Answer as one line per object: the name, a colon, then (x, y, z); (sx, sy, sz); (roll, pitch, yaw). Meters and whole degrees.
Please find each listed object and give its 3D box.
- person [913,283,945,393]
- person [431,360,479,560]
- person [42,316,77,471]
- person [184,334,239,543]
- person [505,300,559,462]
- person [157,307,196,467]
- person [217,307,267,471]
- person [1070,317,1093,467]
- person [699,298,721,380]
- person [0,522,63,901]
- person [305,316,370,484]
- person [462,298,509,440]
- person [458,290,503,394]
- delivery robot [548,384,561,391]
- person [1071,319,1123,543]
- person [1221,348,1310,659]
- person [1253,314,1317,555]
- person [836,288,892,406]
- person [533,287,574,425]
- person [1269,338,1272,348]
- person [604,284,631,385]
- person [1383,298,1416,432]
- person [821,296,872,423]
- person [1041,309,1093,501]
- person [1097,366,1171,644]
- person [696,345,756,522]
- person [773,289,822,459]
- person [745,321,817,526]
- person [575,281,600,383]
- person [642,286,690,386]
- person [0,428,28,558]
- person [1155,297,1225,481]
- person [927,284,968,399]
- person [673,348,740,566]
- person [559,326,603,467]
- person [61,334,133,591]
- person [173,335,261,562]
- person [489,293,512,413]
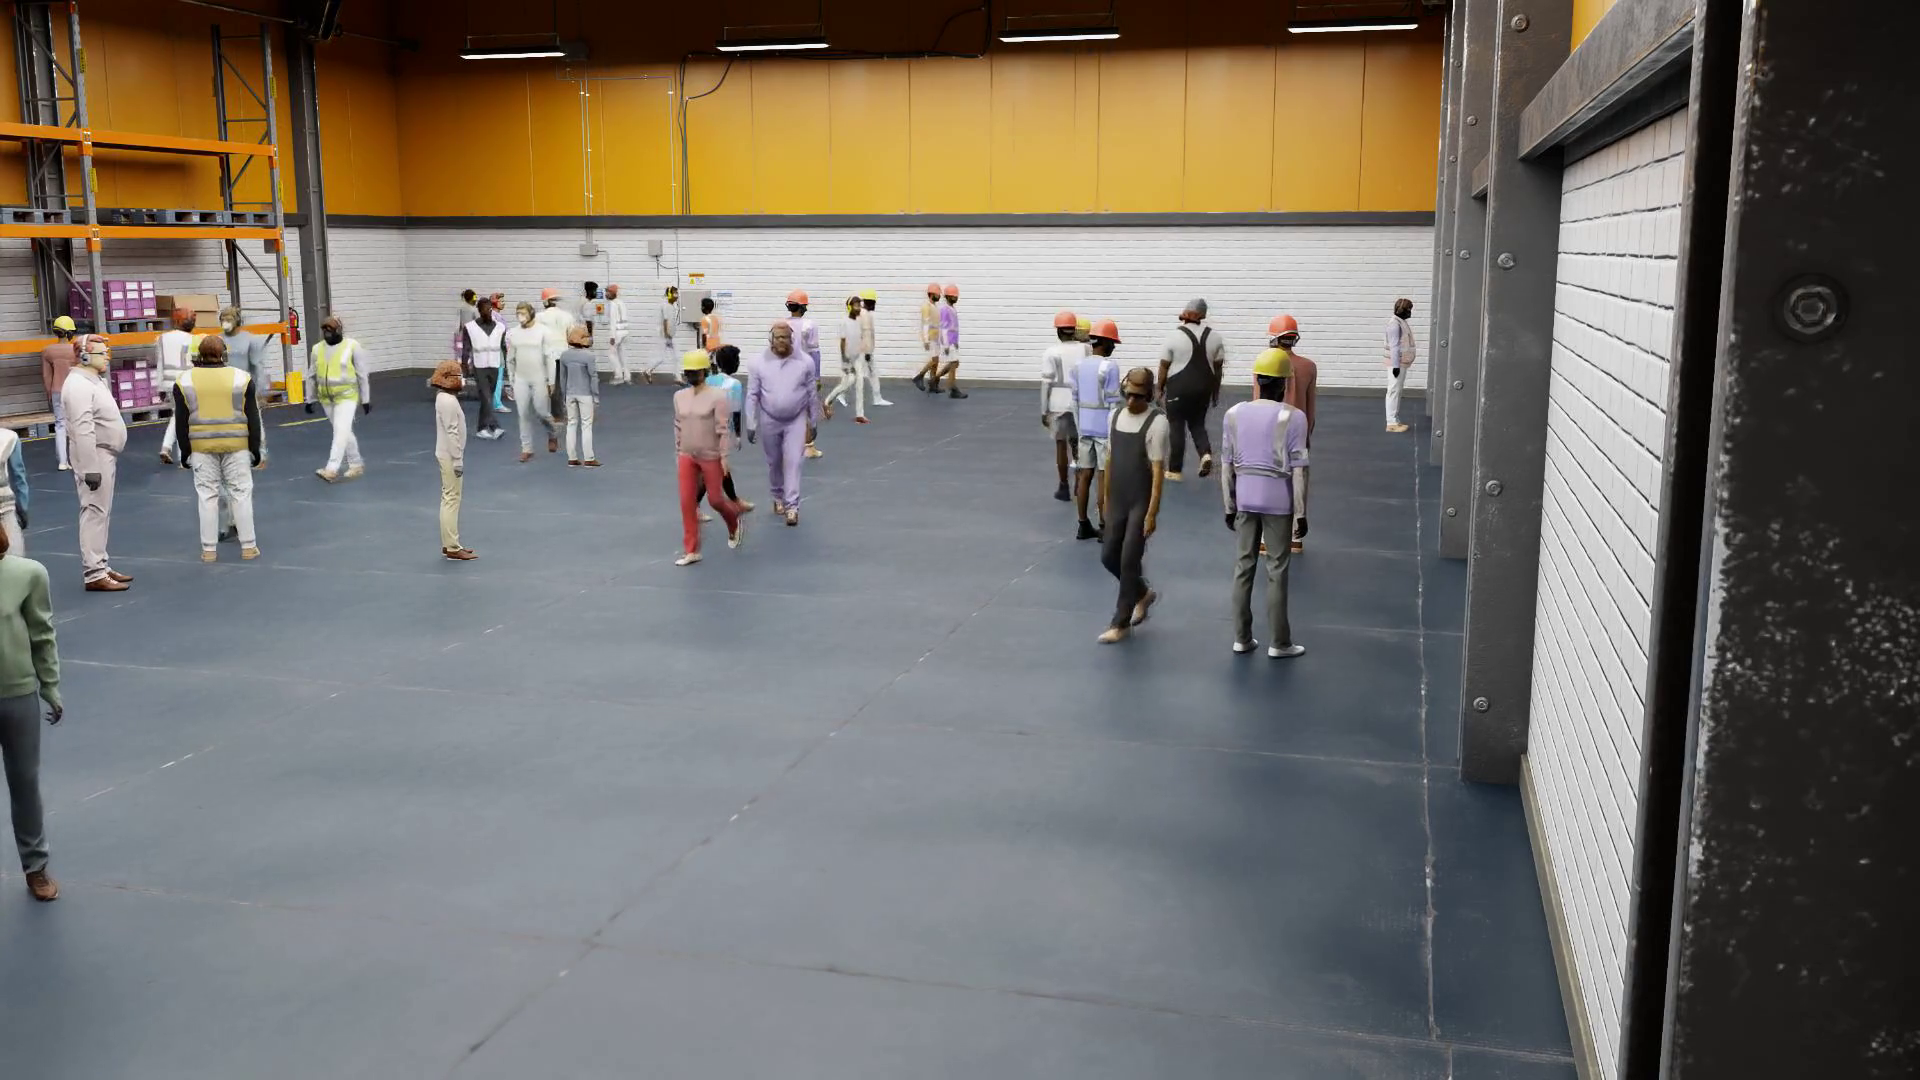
person: (-0.505, -3.508, 28.953); (0.466, 1.918, 0.563); (4, 11, 20)
person: (-4.140, -0.653, 13.601); (0.280, 1.633, 0.500); (-4, 11, -23)
person: (-10.132, -1.661, 18.932); (0.533, 1.768, 0.310); (0, 10, 0)
person: (-6.362, -0.849, 14.207); (0.427, 1.814, 0.600); (-6, 12, -29)
person: (-5.106, -1.909, 19.908); (0.635, 1.918, 0.671); (2, 10, 9)
person: (-8.997, -1.754, 19.214); (0.604, 1.862, 0.409); (3, 10, 16)
person: (-8.083, -1.666, 18.644); (0.649, 1.891, 1.008); (0, 10, 0)
person: (1.413, -1.711, 19.282); (0.314, 1.742, 0.493); (1, 10, 7)
person: (-4.249, -3.234, 28.050); (0.396, 1.682, 0.557); (4, 11, 20)
person: (-3.738, 0.619, 6.396); (0.507, 1.631, 0.266); (-6, 12, -32)
person: (-6.811, -1.525, 18.088); (0.655, 1.786, 0.971); (3, 10, 15)
person: (-6.205, -2.252, 21.977); (0.621, 1.864, 0.982); (-9, 13, -42)
person: (-8.498, -3.454, 29.000); (1.021, 1.802, 0.541); (-8, 13, -39)
delivery robot: (-6.843, -2.726, 28.124); (0.707, 0.478, 0.477); (0, 10, 3)
person: (1.218, -0.942, 14.402); (0.374, 1.928, 0.542); (-8, 13, -40)
person: (1.905, -0.226, 10.346); (0.585, 1.928, 0.378); (8, 13, 40)
person: (2.661, -0.864, 13.772); (0.608, 1.995, 0.377); (-5, 11, -24)
person: (-1.569, -3.078, 26.605); (0.887, 1.899, 0.599); (-1, 10, -5)
person: (-5.915, -2.642, 23.931); (0.844, 1.963, 0.627); (9, 14, 43)
person: (3.459, -1.451, 18.099); (0.308, 1.641, 0.514); (-5, 11, -24)
person: (-6.295, -3.758, 30.564); (0.474, 1.863, 0.687); (0, 10, 2)
person: (6.081, -2.416, 23.015); (0.429, 1.839, 0.622); (4, 11, 22)
person: (-1.654, -2.619, 24.161); (0.794, 1.843, 0.516); (8, 13, 39)
person: (1.076, -1.345, 16.691); (0.576, 1.924, 0.415); (-3, 11, -19)
person: (1.141, -0.231, 10.737); (0.561, 1.809, 0.535); (10, 14, 44)
person: (-2.258, -0.997, 15.550); (0.859, 1.635, 0.536); (-8, 13, -39)
person: (-1.942, -1.991, 20.013); (0.605, 2.045, 0.381); (4, 11, 20)
person: (-1.664, -1.108, 15.546); (0.658, 1.870, 0.963); (-1, 10, -4)
person: (-7.065, -3.842, 30.880); (0.764, 1.913, 0.687); (-4, 11, -20)
person: (-5.403, -3.732, 30.459); (0.853, 1.843, 0.517); (3, 11, 18)
person: (-6.339, -0.159, 10.812); (0.528, 1.624, 0.365); (-7, 12, -35)
person: (2.491, -1.650, 18.096); (0.699, 2.000, 0.598); (-3, 11, -18)
person: (-0.207, -3.334, 27.957); (0.650, 1.923, 0.563); (2, 10, 13)
person: (-2.063, -0.692, 13.505); (0.533, 1.738, 0.736); (4, 11, 22)
person: (-4.401, -1.656, 19.277); (0.504, 1.632, 0.269); (5, 11, 24)
person: (-6.414, -0.576, 12.392); (0.403, 1.906, 0.651); (-4, 11, -21)
person: (-6.013, -0.743, 13.519); (0.634, 1.842, 0.429); (-4, 11, -22)
person: (-7.117, -2.871, 25.558); (0.389, 1.847, 0.566); (-2, 10, -13)
